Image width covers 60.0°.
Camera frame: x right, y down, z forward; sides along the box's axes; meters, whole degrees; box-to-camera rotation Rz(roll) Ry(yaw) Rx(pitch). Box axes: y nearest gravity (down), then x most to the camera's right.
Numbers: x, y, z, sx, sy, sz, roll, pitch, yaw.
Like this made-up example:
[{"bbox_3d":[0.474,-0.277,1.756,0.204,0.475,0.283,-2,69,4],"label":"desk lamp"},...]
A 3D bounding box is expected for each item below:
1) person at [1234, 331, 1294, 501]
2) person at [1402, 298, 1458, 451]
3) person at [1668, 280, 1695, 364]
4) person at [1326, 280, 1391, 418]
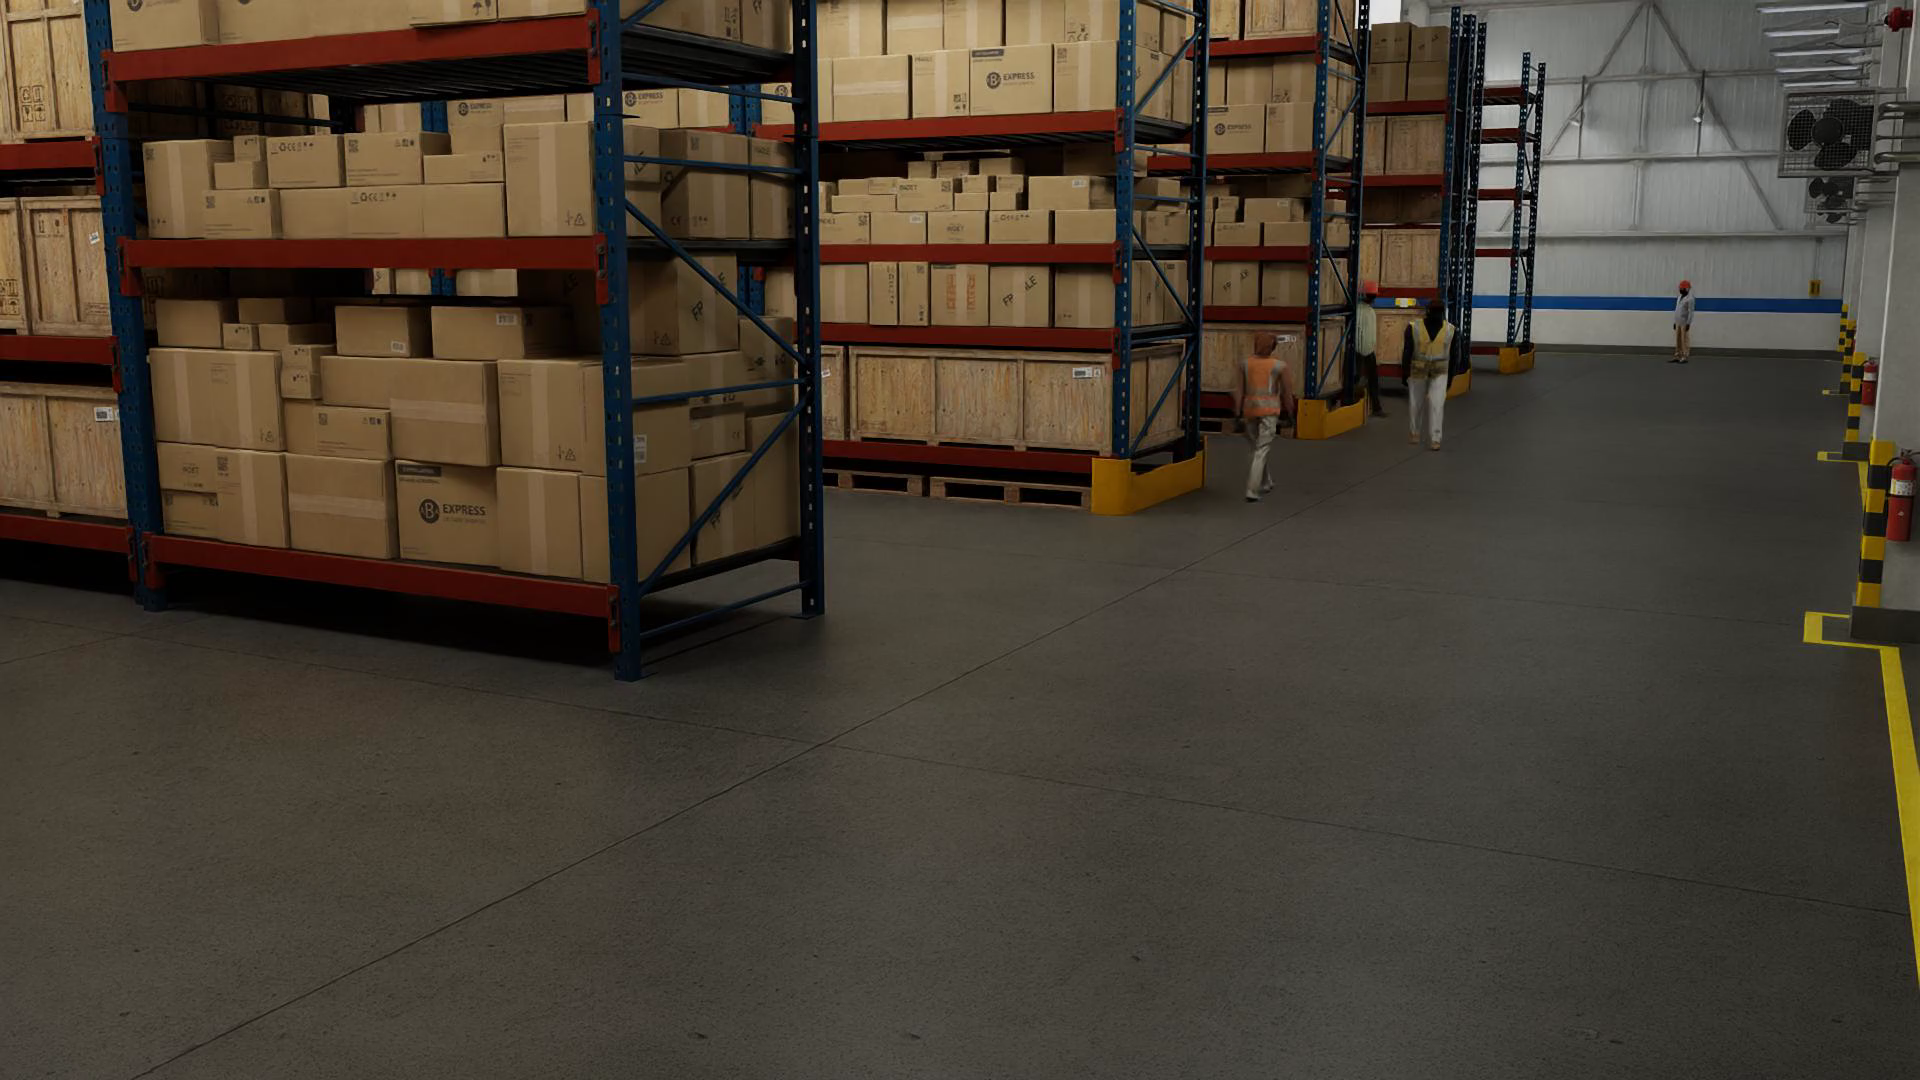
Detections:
[{"bbox_3d":[2.894,-1.180,15.803,0.539,1.587,0.877,6,11,31],"label":"person"},{"bbox_3d":[5.613,-1.997,19.937,0.630,1.808,0.917,2,10,12],"label":"person"},{"bbox_3d":[15.271,-4.605,35.156,0.320,1.755,0.563,-2,10,-10],"label":"person"},{"bbox_3d":[5.653,-2.702,23.574,0.909,1.961,0.633,7,12,36],"label":"person"}]
